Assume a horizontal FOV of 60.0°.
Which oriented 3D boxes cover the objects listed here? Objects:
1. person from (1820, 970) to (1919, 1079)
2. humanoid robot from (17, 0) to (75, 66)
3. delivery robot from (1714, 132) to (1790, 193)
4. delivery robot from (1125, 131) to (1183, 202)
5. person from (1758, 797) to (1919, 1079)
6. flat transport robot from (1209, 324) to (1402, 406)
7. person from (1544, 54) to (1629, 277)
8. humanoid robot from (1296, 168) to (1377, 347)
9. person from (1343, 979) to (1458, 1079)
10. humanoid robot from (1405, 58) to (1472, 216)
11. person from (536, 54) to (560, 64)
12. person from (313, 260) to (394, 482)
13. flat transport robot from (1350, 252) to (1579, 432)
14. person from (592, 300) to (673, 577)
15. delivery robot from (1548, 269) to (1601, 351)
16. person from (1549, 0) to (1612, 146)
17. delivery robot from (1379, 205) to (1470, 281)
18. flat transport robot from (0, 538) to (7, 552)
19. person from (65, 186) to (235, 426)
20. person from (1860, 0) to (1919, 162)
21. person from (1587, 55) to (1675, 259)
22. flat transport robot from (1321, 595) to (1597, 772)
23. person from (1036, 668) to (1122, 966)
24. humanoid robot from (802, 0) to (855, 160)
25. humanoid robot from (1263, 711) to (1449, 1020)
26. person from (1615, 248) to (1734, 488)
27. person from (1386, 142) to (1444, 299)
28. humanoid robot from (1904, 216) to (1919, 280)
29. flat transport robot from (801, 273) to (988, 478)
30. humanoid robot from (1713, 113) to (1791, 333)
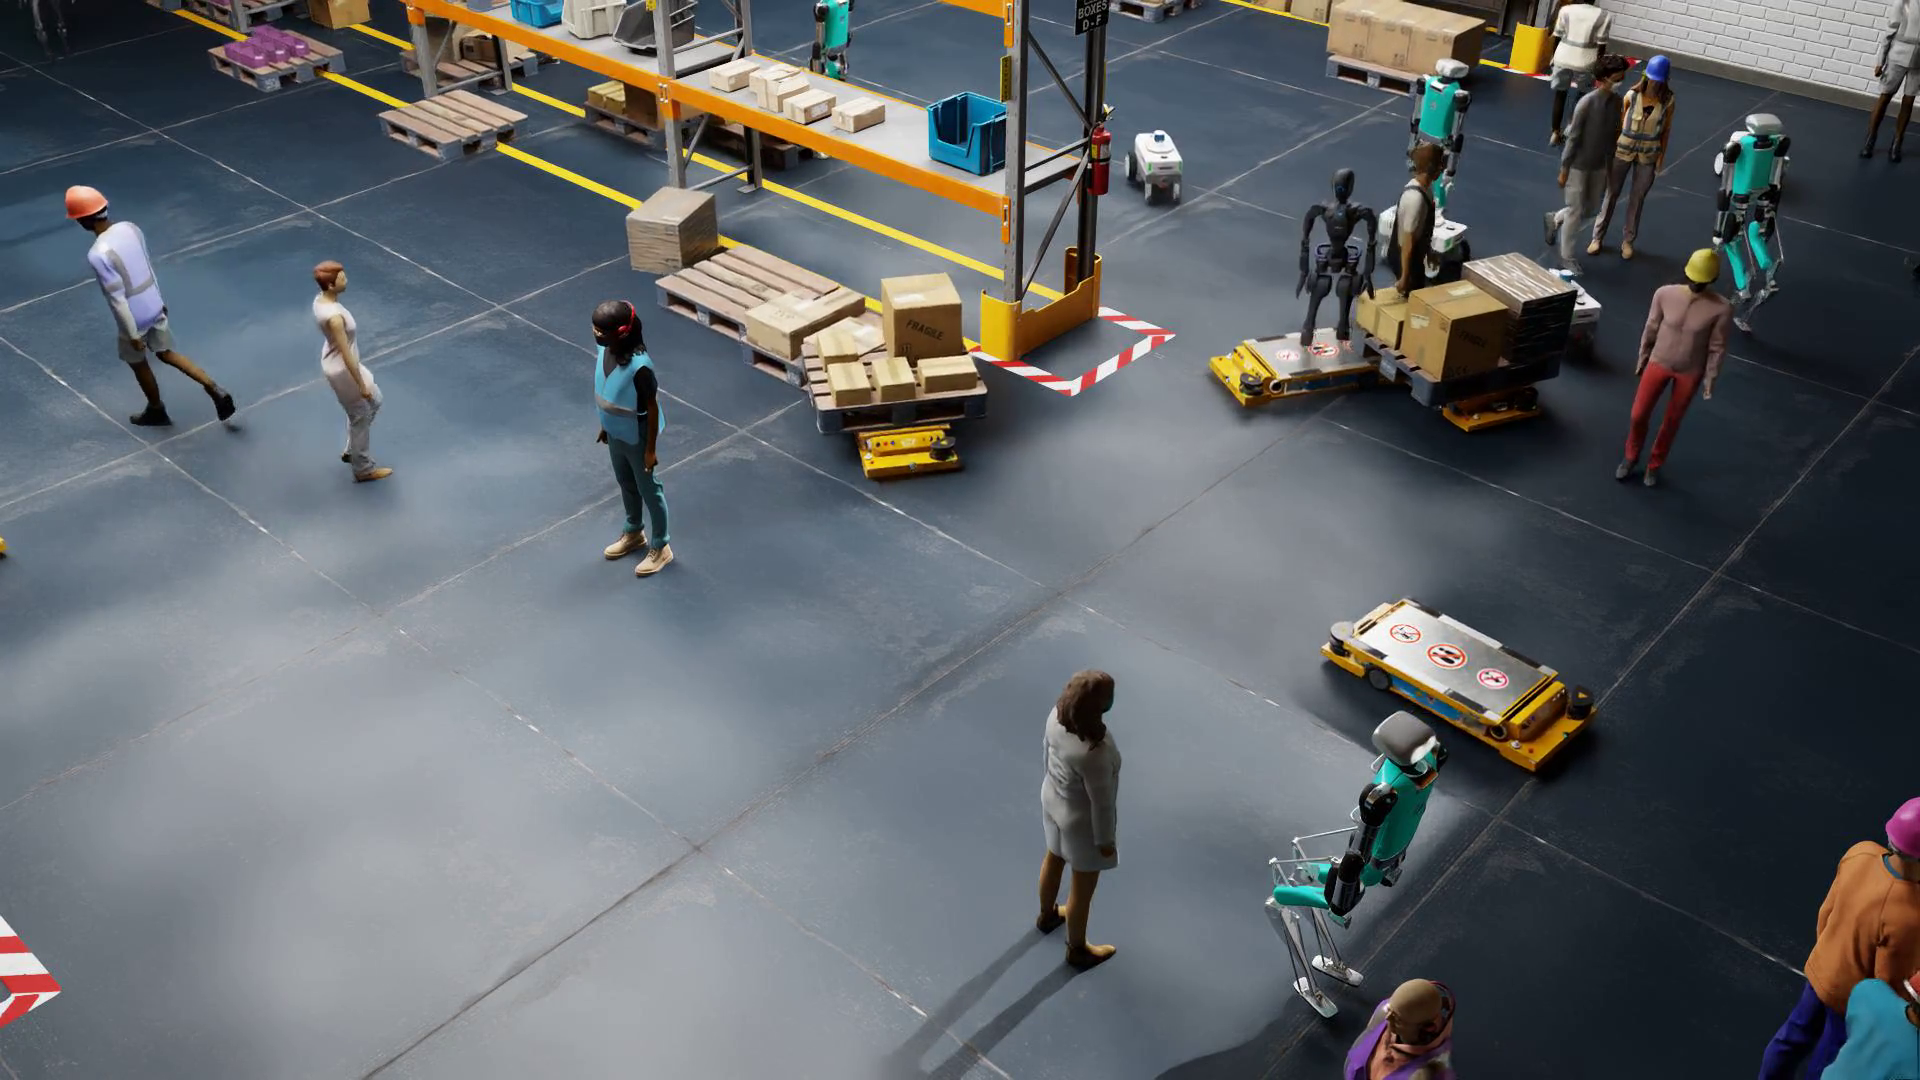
[{"bbox_3d":[3.501,2.194,6.369,0.914,1.701,0.573,-6,35,-9],"label":"person"},{"bbox_3d":[-10.181,-6.107,18.432,0.589,1.639,0.630,-13,37,-17],"label":"humanoid robot"},{"bbox_3d":[7.547,-3.609,15.794,0.514,0.603,0.775,1,35,2],"label":"delivery robot"},{"bbox_3d":[1.868,-3.581,15.747,0.499,0.595,0.770,-3,35,-4],"label":"delivery robot"},{"bbox_3d":[3.601,1.798,6.697,0.374,1.986,0.504,-1,35,-2],"label":"person"},{"bbox_3d":[2.707,-1.351,12.768,1.431,0.231,0.659,-10,36,-14],"label":"flat transport robot"},{"bbox_3d":[5.253,-3.195,14.030,0.539,1.879,0.613,-14,37,-20],"label":"person"},{"bbox_3d":[2.841,-2.010,12.504,0.595,1.654,0.520,9,36,13],"label":"humanoid robot"},{"bbox_3d":[1.619,2.250,6.295,0.346,1.694,0.479,-11,36,-16],"label":"person"},{"bbox_3d":[4.182,-3.281,14.286,0.762,1.795,0.569,-23,41,-29],"label":"humanoid robot"},{"bbox_3d":[-4.657,-6.182,18.467,0.341,1.741,0.561,9,36,12],"label":"person"},{"bbox_3d":[-4.100,-1.131,11.233,0.367,1.643,0.475,-17,38,-23],"label":"person"},{"bbox_3d":[3.706,-1.283,12.669,0.659,0.231,1.431,-14,37,-19],"label":"flat transport robot"},{"bbox_3d":[-2.045,-0.645,10.335,0.525,1.871,0.391,28,43,34],"label":"person"},{"bbox_3d":[4.769,-1.868,13.269,0.499,0.599,0.797,-8,35,-11],"label":"delivery robot"},{"bbox_3d":[6.055,-4.692,16.354,0.542,1.681,0.373,19,39,25],"label":"person"},{"bbox_3d":[3.990,-2.605,14.327,0.760,0.589,0.503,27,43,33],"label":"delivery robot"},{"bbox_3d":[-6.983,-0.104,10.961,1.431,0.231,0.659,24,41,30],"label":"flat transport robot"},{"bbox_3d":[-5.702,-1.599,11.697,0.800,1.899,0.558,4,35,6],"label":"person"},{"bbox_3d":[9.153,-4.622,16.055,0.547,1.924,0.387,12,37,17],"label":"person"},{"bbox_3d":[5.774,-3.275,14.227,0.461,1.777,0.308,11,36,15],"label":"person"},{"bbox_3d":[2.885,0.790,9.666,0.659,0.231,1.431,-28,44,-35],"label":"flat transport robot"},{"bbox_3d":[0.570,1.270,7.742,0.337,1.660,0.497,-17,38,-23],"label":"person"},{"bbox_3d":[-1.385,-4.600,16.165,0.747,1.761,0.530,21,40,28],"label":"humanoid robot"},{"bbox_3d":[1.674,1.378,7.409,0.735,1.671,0.533,29,44,35],"label":"humanoid robot"},{"bbox_3d":[4.785,-1.120,11.125,0.538,1.755,0.439,18,38,24],"label":"person"},{"bbox_3d":[3.419,-2.052,12.435,0.454,1.815,0.557,14,37,19],"label":"person"},{"bbox_3d":[8.236,-2.782,13.624,0.612,1.627,0.770,4,35,6],"label":"humanoid robot"},{"bbox_3d":[-0.472,-0.926,12.152,0.659,0.231,1.431,-7,35,-10],"label":"flat transport robot"},{"bbox_3d":[6.187,-2.355,12.921,0.546,1.775,0.773,-7,35,-11],"label":"humanoid robot"}]
